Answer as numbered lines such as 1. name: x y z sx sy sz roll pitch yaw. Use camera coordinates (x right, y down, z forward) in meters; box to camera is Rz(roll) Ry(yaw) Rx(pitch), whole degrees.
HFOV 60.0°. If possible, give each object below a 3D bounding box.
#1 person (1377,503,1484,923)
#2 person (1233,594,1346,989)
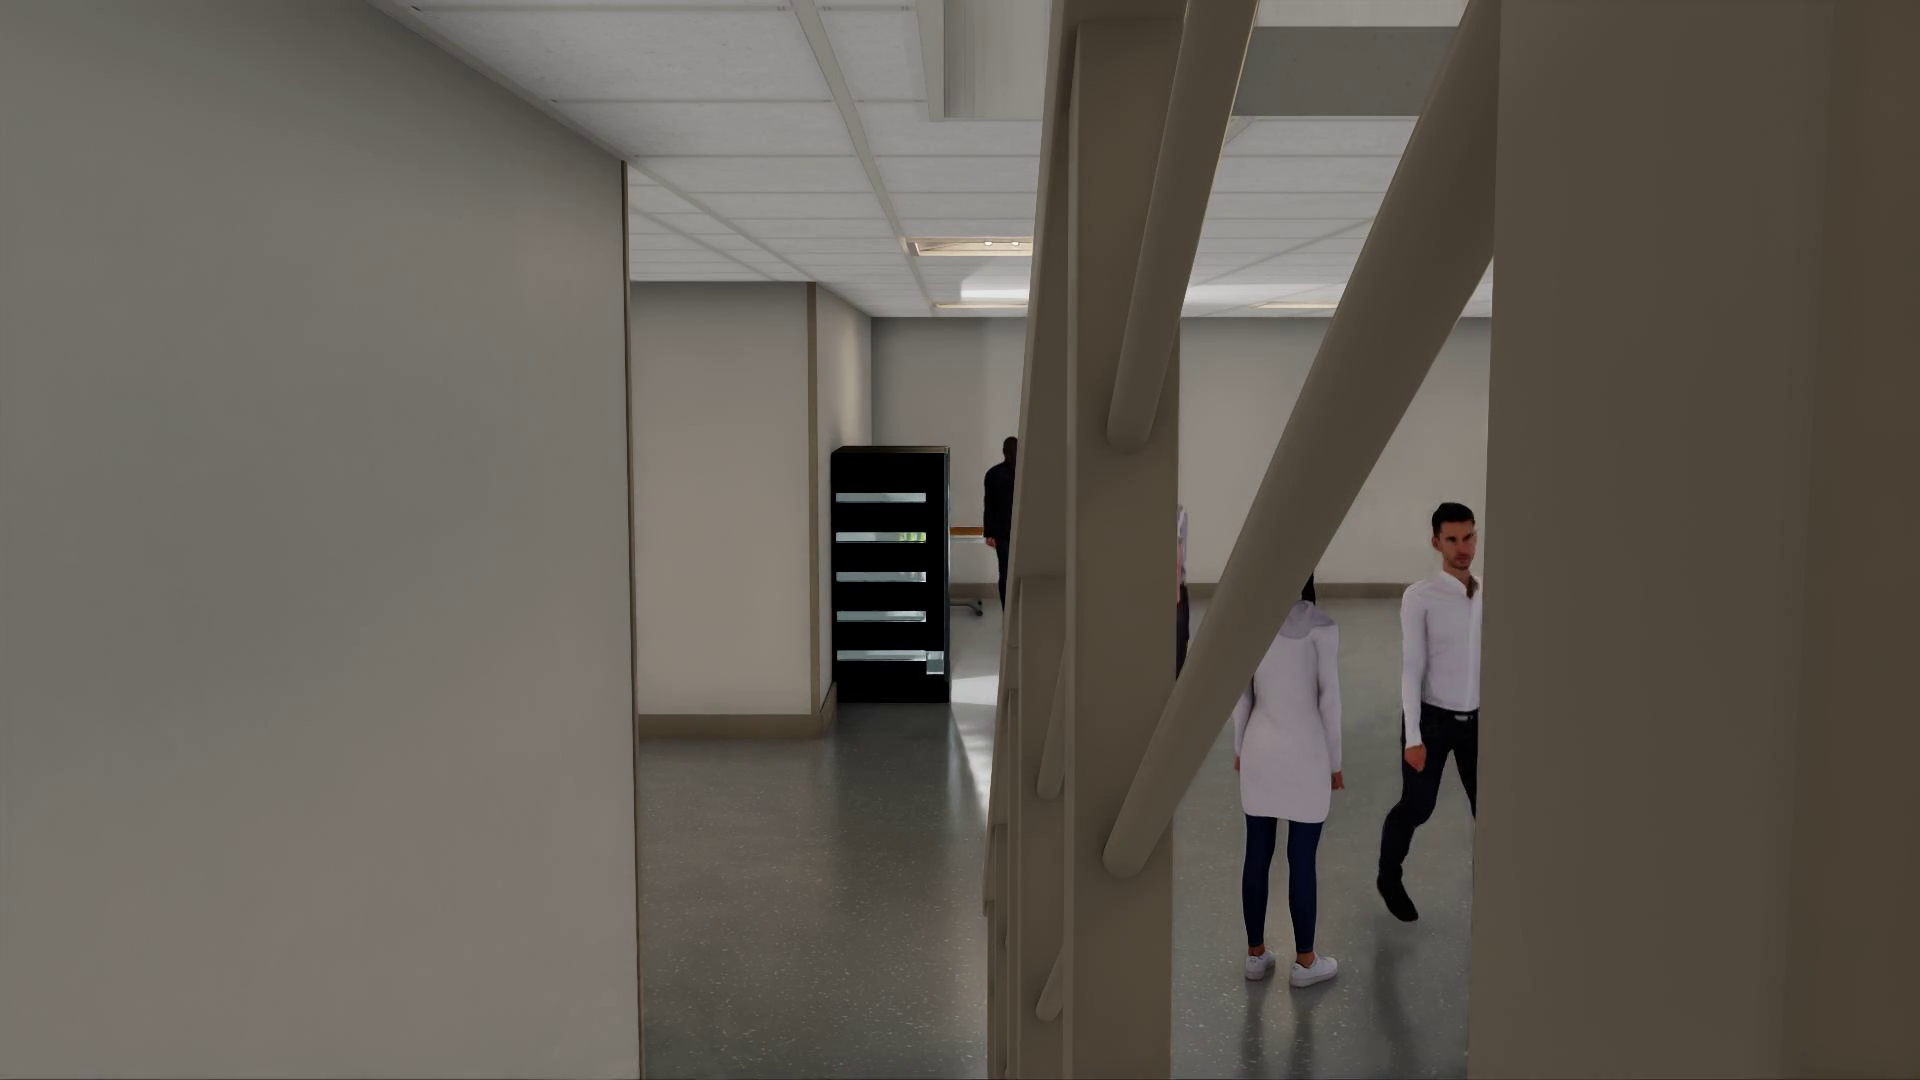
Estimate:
1. person: 1.991 0.777 6.995 0.871 1.820 1.307 -2 6 -17
2. person: 1.281 0.862 6.570 0.693 1.775 0.710 4 7 33
